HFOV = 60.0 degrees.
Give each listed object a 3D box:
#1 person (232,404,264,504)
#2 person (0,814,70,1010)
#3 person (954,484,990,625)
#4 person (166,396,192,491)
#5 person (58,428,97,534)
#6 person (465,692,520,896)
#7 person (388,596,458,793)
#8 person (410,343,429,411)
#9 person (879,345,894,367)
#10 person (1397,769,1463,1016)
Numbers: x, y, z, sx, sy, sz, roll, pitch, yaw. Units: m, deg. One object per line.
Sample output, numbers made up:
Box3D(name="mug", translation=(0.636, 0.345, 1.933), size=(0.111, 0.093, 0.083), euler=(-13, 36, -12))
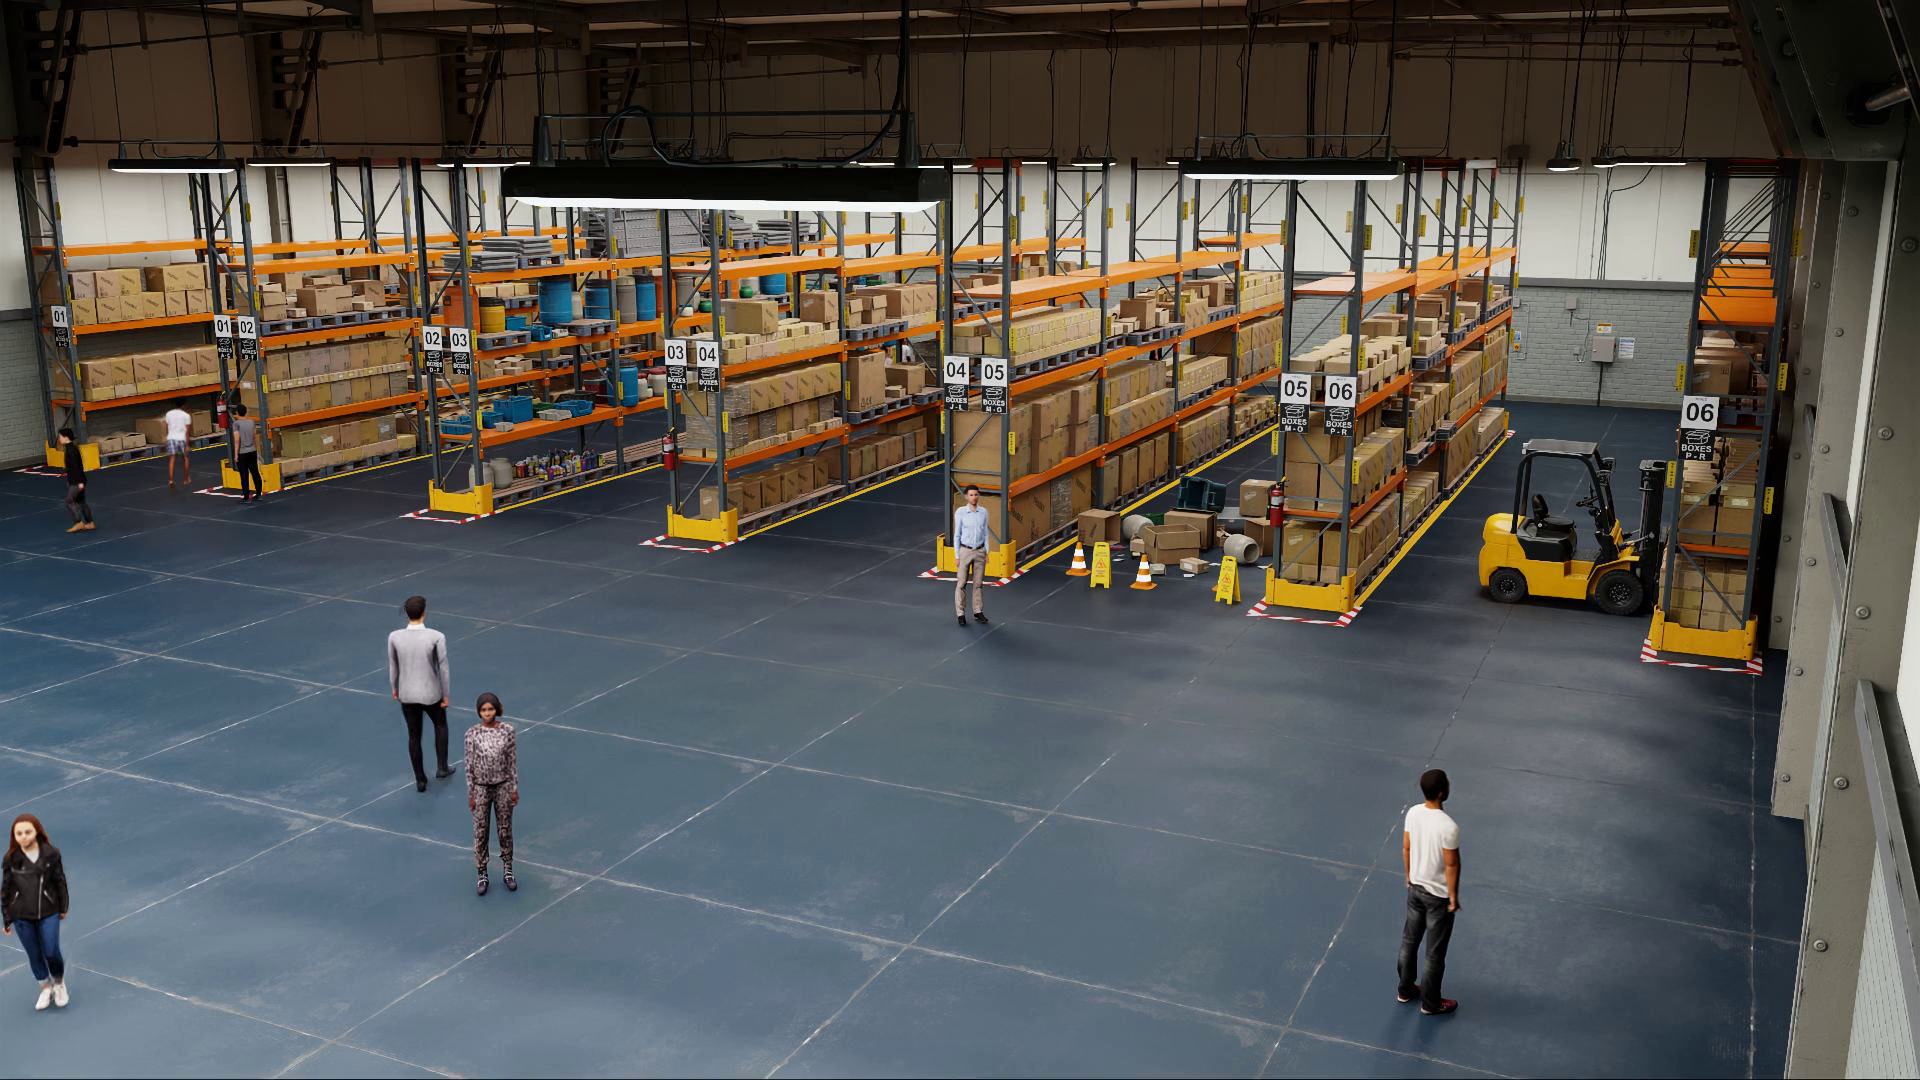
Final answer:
Box3D(name="person", translation=(-12.700, -1.551, 29.574), size=(0.681, 1.754, 0.463), euler=(7, 15, 26))
Box3D(name="person", translation=(-6.670, 2.659, 12.018), size=(0.662, 1.472, 0.719), euler=(-5, 14, -19))
Box3D(name="person", translation=(0.155, 0.173, 21.923), size=(0.750, 1.848, 0.805), euler=(-4, 14, -18))
Box3D(name="person", translation=(-14.432, -1.757, 30.635), size=(1.069, 1.677, 1.239), euler=(-3, 13, -13))
Box3D(name="person", translation=(-14.365, -0.976, 27.186), size=(0.868, 1.711, 0.821), euler=(-6, 14, -24))
Box3D(name="person", translation=(-3.905, 2.099, 13.903), size=(0.681, 1.713, 0.735), euler=(-4, 14, -16))
Box3D(name="person", translation=(-5.226, 1.505, 16.036), size=(0.932, 1.908, 0.978), euler=(-2, 13, -7))
Box3D(name="person", translation=(-12.663, -3.755, 39.055), size=(0.621, 1.770, 0.552), euler=(5, 14, 19))
Box3D(name="person", translation=(-1.712, -3.699, 38.906), size=(0.791, 1.729, 0.784), euler=(11, 17, 39))
Box3D(name="person", translation=(3.371, 2.505, 11.949), size=(0.739, 1.804, 0.725), euler=(-7, 15, -29))
